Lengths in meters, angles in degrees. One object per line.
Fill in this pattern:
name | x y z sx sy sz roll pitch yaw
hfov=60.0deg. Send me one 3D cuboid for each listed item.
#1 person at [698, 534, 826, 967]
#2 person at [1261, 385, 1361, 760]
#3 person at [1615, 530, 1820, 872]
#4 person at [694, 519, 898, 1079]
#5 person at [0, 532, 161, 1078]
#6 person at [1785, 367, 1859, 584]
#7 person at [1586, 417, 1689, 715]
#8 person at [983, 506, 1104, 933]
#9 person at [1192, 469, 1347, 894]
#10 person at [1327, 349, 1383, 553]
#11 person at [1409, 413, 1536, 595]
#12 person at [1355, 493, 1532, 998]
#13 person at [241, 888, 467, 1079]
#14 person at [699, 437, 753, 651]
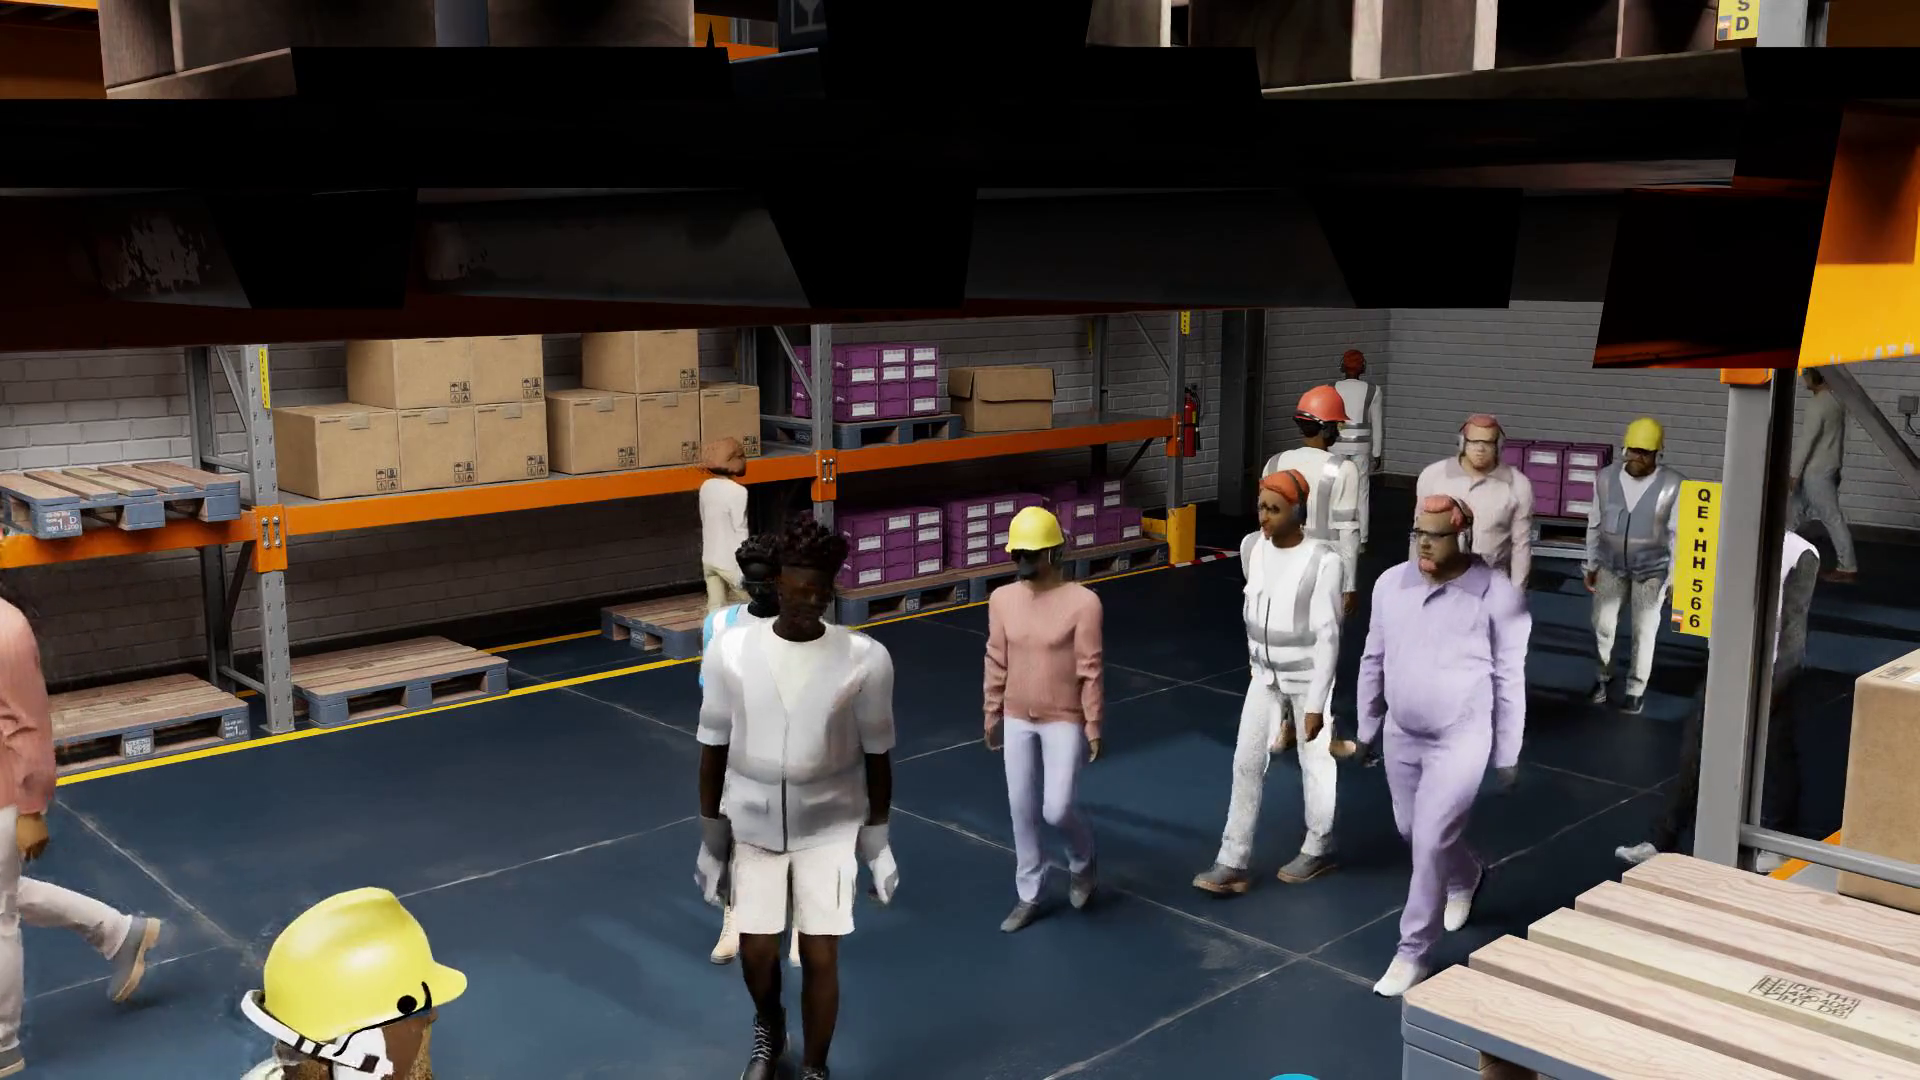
person | -0.750 0.808 6.425 0.532 1.694 0.319 1 10 6
person | 1.925 0.180 9.075 0.394 2.044 0.609 -8 13 -41
person | 3.367 0.589 7.235 1.031 1.858 0.596 -6 11 -30
person | -0.518 0.901 5.202 0.631 1.945 0.590 1 10 4
person | -3.166 0.810 5.622 0.631 1.973 0.772 8 13 41
person | 7.185 -0.595 14.078 1.007 1.882 0.653 8 13 40
person | 3.999 0.163 9.880 0.608 1.807 0.471 8 12 38
person | 0.342 0.724 6.749 0.539 1.750 0.417 6 11 31
person | 1.332 0.622 7.066 0.884 1.842 0.596 -8 13 -39
person | 3.608 -0.820 15.395 0.583 1.882 0.337 2 10 14
person | 2.774 0.249 9.090 0.654 1.894 0.421 4 10 21
person | 1.857 0.731 6.386 0.888 1.874 0.651 -9 13 -42
person | -0.835 1.406 2.615 0.900 1.792 0.622 -5 11 -28
person | -1.447 0.163 10.397 0.435 1.615 0.520 -8 13 -41
